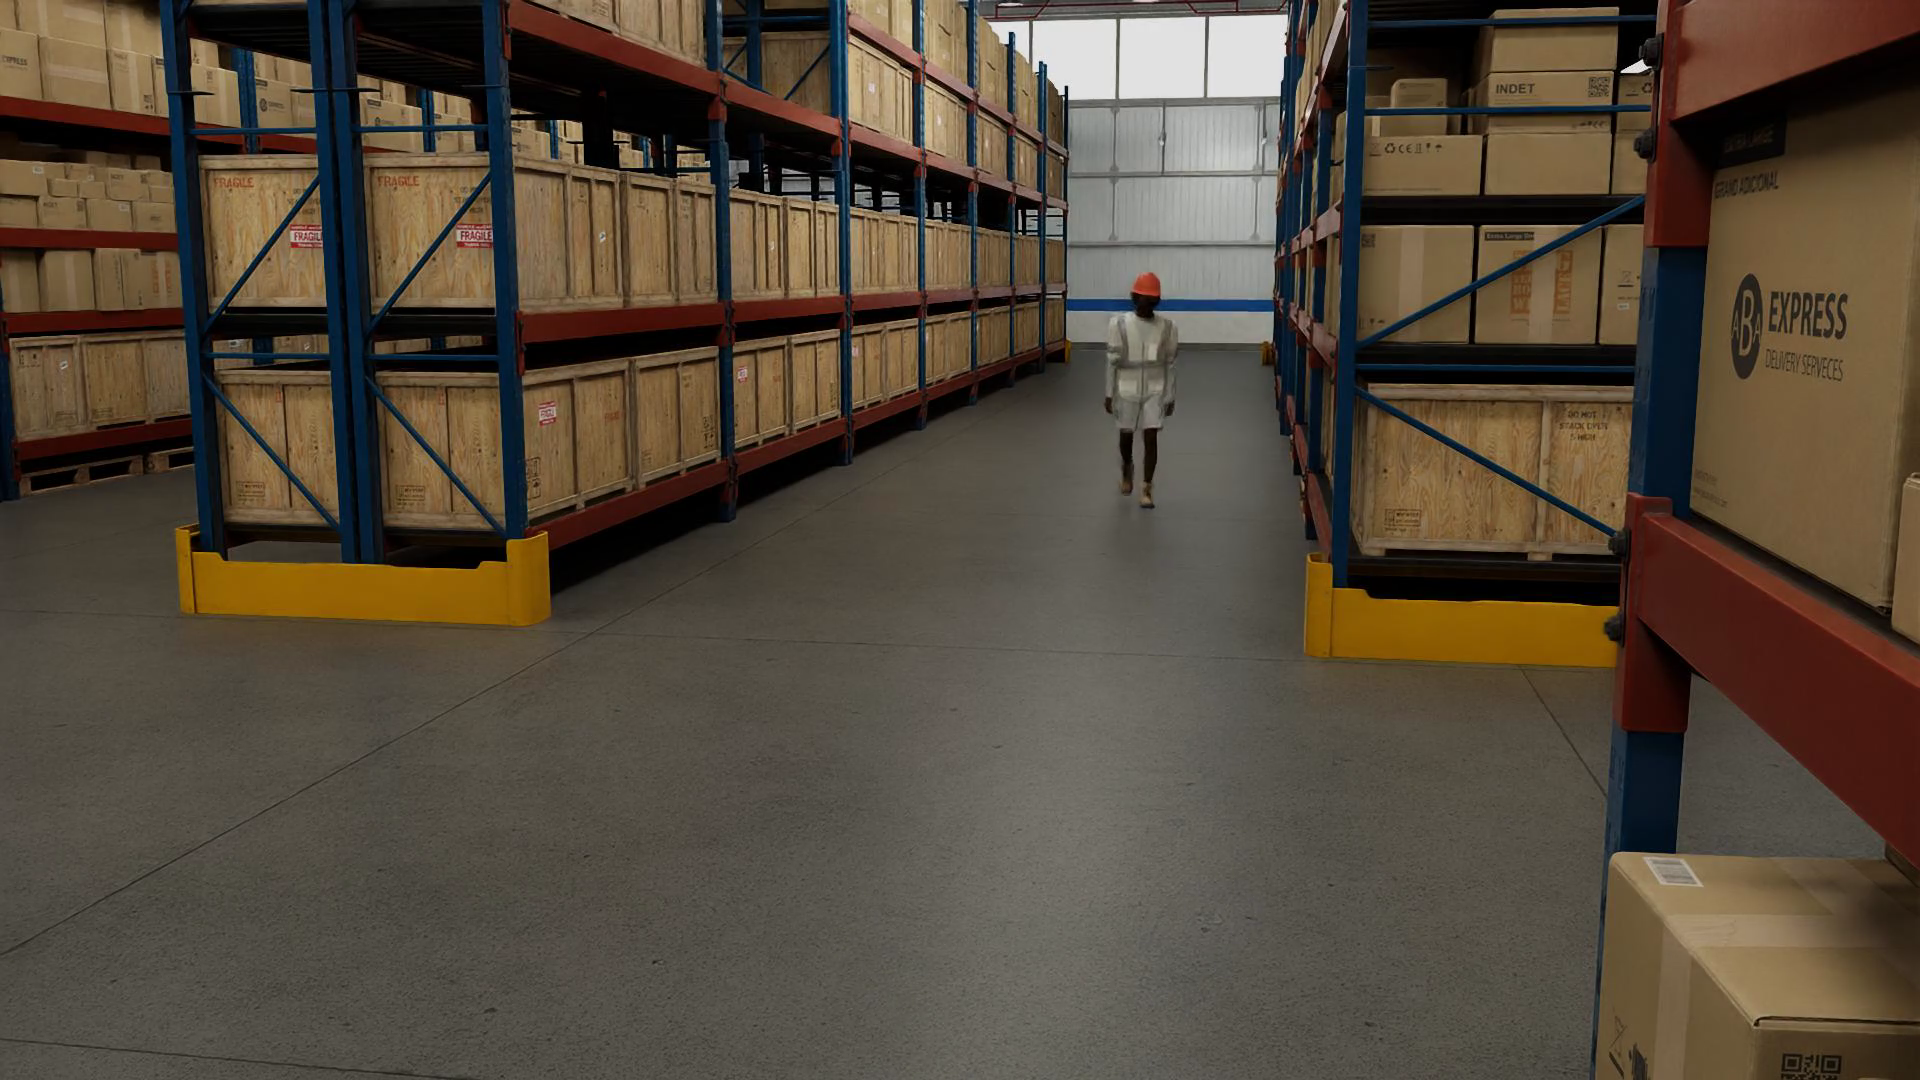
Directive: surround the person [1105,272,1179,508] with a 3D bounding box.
[{"bbox_3d":[1.568,-1.296,14.366,0.636,2.024,0.539,0,9,2],"label":"person"}]
